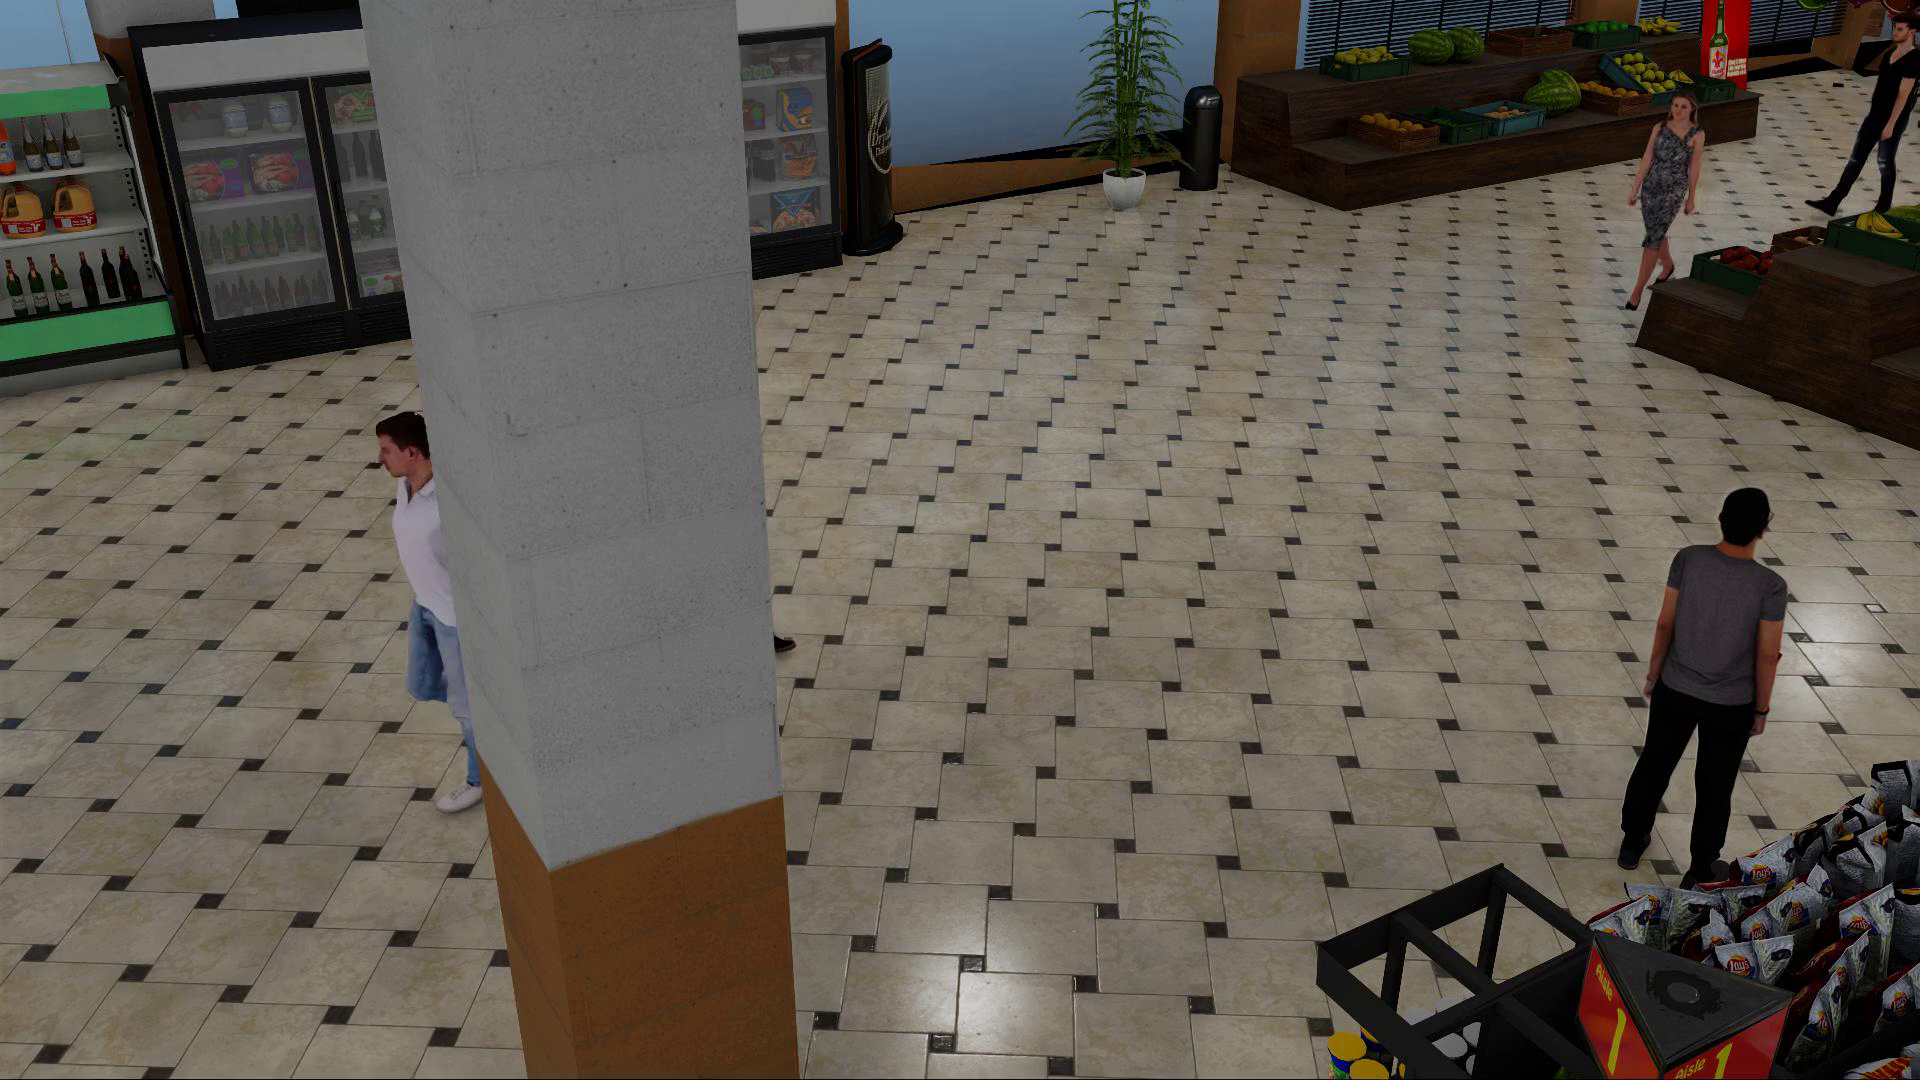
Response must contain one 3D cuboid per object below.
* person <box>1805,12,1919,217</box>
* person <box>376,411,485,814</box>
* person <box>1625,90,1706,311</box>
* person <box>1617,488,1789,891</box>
[{"bbox_3d":[8.515,-3.823,15.135,1.123,1.874,0.970,-1,27,-3],"label":"person"},{"bbox_3d":[-2.083,0.287,7.073,0.831,1.836,0.759,-23,35,-37],"label":"person"},{"bbox_3d":[5.622,-2.713,13.194,1.205,1.650,0.702,-20,33,-34],"label":"person"},{"bbox_3d":[2.941,0.592,6.561,0.684,1.755,0.647,23,35,37],"label":"person"}]
